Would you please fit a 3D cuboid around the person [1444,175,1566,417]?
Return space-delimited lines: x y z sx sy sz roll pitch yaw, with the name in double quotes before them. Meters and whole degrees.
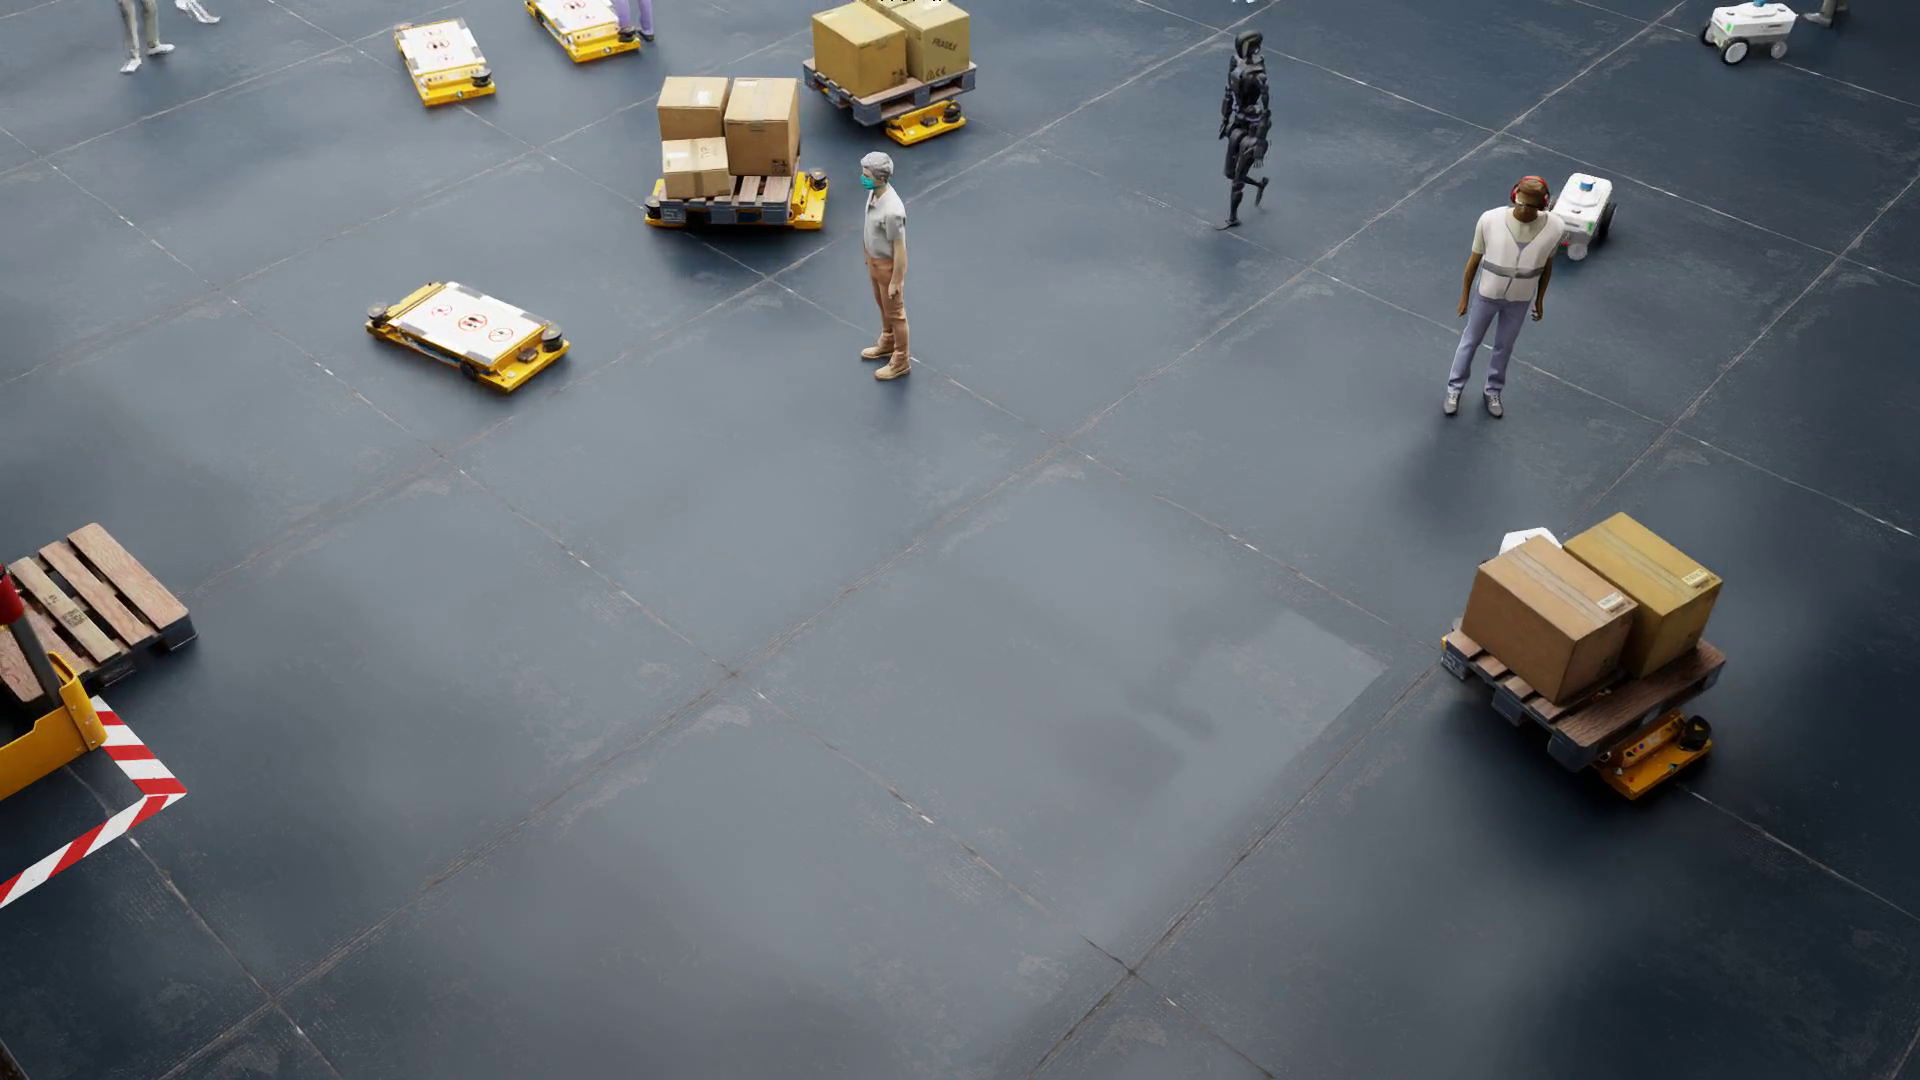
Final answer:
"person" 3.650 -1.648 11.180 0.565 1.841 0.378 4 42 4

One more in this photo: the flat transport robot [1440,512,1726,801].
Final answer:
"flat transport robot" 3.532 0.851 9.580 0.659 0.231 1.431 -24 47 -24

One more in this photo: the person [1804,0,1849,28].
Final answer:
"person" 8.471 -5.705 15.716 0.418 1.820 0.620 33 51 31

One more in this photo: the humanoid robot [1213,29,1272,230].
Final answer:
"humanoid robot" 2.311 -3.238 13.087 0.578 1.640 0.615 -17 45 -18

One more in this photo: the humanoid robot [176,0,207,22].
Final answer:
"humanoid robot" -7.600 -5.884 15.999 0.844 1.778 0.568 25 48 25

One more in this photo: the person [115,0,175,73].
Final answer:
"person" -7.631 -5.135 15.230 0.337 1.606 0.666 7 42 8

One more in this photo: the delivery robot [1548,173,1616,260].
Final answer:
"delivery robot" 4.923 -2.604 13.221 0.499 0.614 0.785 19 45 20

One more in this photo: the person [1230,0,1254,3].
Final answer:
"person" 2.882 -6.056 16.160 0.510 1.724 0.491 10 43 11

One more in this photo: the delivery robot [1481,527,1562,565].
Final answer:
"delivery robot" 3.530 0.270 9.991 0.499 0.566 0.739 -10 43 -11

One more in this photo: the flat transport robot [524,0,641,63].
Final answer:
"flat transport robot" -3.686 -5.057 16.146 0.659 0.231 1.431 -21 46 -22

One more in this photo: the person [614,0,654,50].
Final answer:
"person" -3.137 -5.471 15.427 0.562 1.847 0.390 -32 51 -30

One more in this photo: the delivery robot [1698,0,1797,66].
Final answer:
"delivery robot" 7.440 -4.831 15.676 0.773 0.586 0.499 -6 42 -7

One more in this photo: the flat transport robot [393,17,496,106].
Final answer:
"flat transport robot" -4.822 -4.484 15.510 0.659 0.231 1.431 -17 45 -18

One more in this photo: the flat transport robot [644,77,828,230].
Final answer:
"flat transport robot" -1.825 -2.805 13.644 1.431 0.231 0.659 1 42 1

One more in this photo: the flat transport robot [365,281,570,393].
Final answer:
"flat transport robot" -3.630 -1.529 12.226 1.431 0.231 0.659 23 47 23

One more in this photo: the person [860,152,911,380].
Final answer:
"person" -0.522 -1.909 11.542 0.300 1.744 0.493 -15 44 -16

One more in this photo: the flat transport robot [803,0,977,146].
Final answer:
"flat transport robot" -0.635 -3.983 14.953 0.659 0.231 1.431 -26 48 -26
